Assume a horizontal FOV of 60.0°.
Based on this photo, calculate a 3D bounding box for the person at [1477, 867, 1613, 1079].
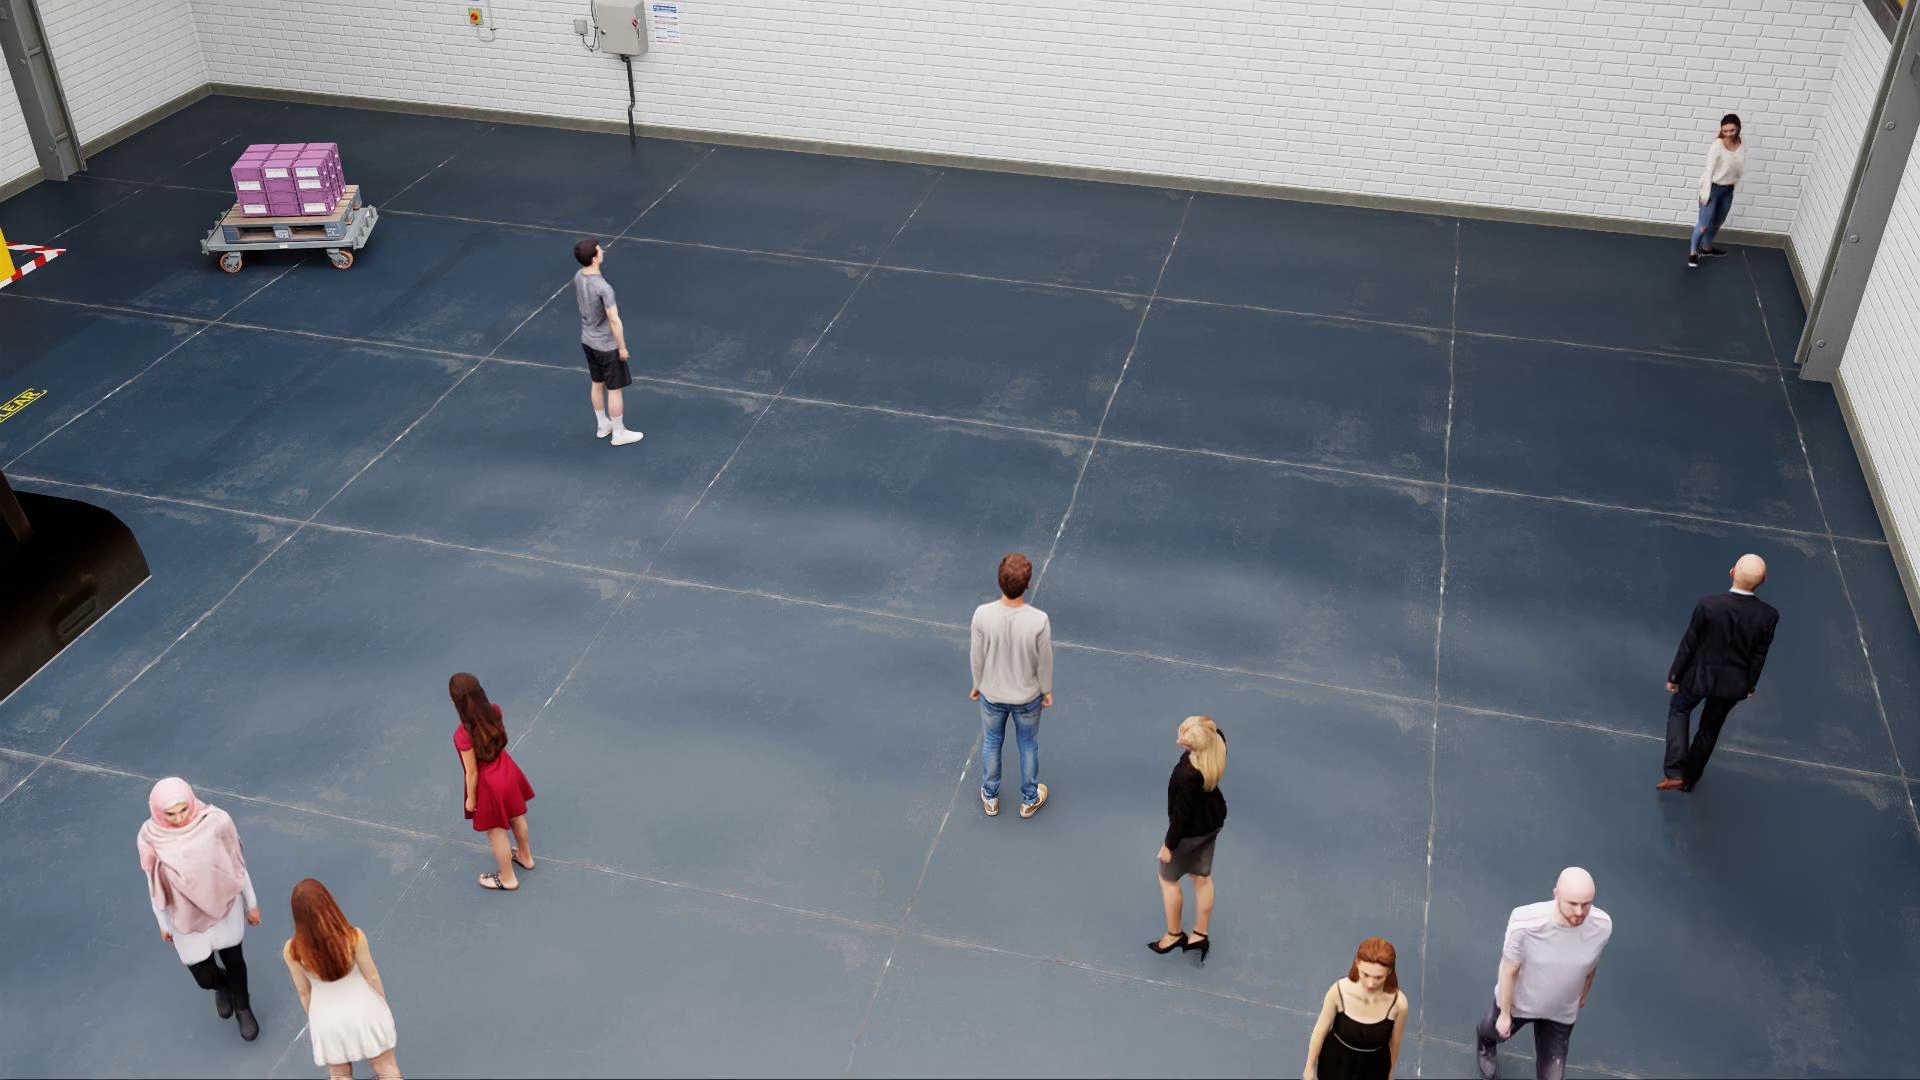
[{"bbox_3d":[2.860,2.235,8.320,0.775,1.807,1.263,4,34,5],"label":"person"}]

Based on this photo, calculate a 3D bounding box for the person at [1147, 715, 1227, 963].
[{"bbox_3d":[1.291,1.620,9.242,0.616,1.810,0.754,-27,42,-34],"label":"person"}]

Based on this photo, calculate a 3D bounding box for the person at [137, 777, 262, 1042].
[{"bbox_3d":[-4.012,1.910,8.822,0.818,1.793,0.879,-18,38,-25],"label":"person"}]

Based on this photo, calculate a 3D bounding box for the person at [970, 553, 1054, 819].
[{"bbox_3d":[0.312,0.918,10.215,0.685,1.902,0.583,5,34,8],"label":"person"}]

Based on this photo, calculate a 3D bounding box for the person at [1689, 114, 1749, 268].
[{"bbox_3d":[7.873,-3.641,17.289,0.876,1.664,0.860,-18,37,-24],"label":"person"}]

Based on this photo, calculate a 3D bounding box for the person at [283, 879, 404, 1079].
[{"bbox_3d":[-3.049,2.351,8.237,0.644,1.706,0.661,-6,34,-9],"label":"person"}]

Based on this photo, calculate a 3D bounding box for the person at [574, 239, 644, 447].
[{"bbox_3d":[-3.059,-1.693,14.171,0.738,1.871,0.741,-29,43,-36],"label":"person"}]

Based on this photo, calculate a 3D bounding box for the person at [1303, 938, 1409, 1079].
[{"bbox_3d":[1.920,2.496,8.121,0.576,1.592,1.040,8,35,12],"label":"person"}]

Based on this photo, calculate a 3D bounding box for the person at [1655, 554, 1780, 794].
[{"bbox_3d":[4.691,0.908,10.330,0.686,1.791,0.784,10,35,15],"label":"person"}]

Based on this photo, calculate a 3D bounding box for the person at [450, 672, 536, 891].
[{"bbox_3d":[-2.762,1.409,9.793,0.631,1.551,0.571,13,36,19],"label":"person"}]
